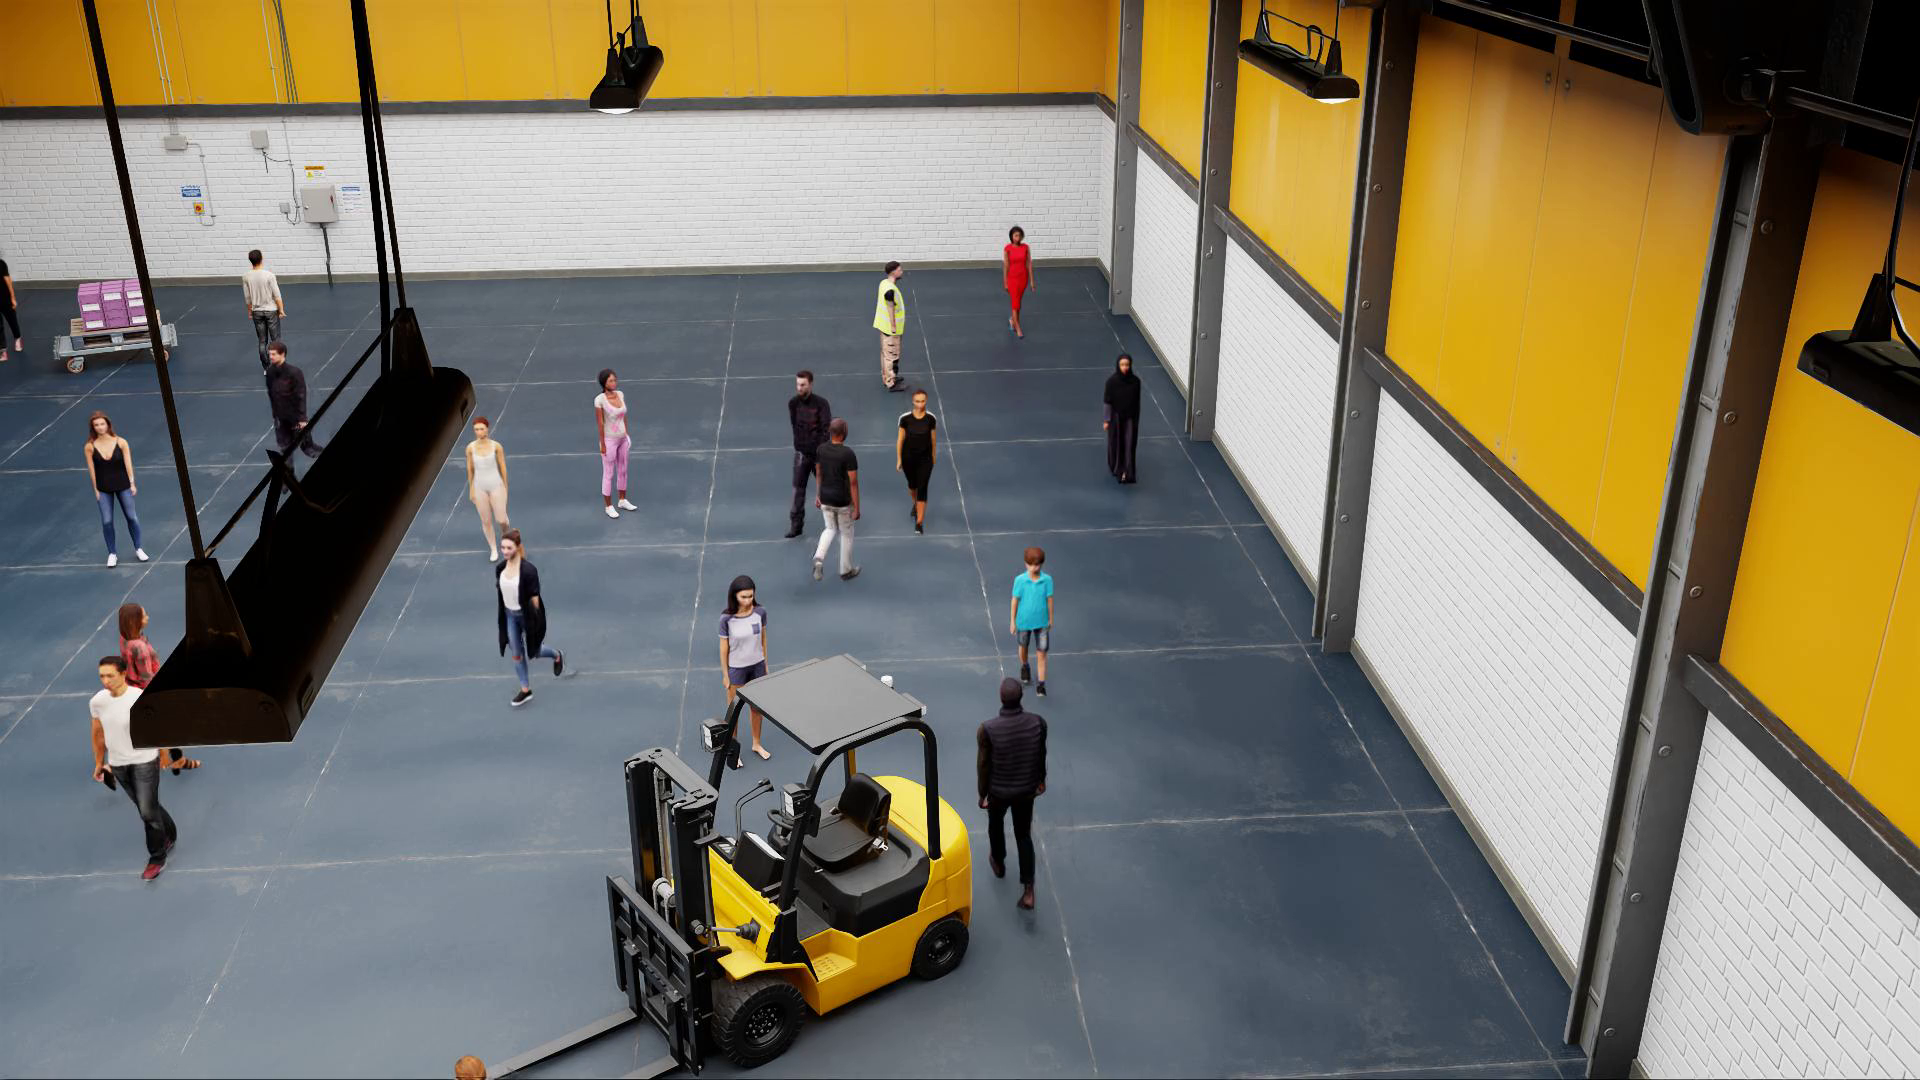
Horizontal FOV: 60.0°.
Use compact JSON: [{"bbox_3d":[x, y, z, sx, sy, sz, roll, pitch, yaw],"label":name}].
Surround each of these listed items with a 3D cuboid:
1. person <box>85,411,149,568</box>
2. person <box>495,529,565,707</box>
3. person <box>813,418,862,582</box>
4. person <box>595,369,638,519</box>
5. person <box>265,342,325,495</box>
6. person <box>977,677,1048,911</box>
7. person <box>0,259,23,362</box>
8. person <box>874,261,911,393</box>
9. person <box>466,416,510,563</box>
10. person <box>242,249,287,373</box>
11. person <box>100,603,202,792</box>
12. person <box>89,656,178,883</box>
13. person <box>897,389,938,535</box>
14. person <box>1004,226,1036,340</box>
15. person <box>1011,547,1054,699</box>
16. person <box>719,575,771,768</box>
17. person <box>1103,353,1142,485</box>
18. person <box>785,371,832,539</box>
[{"bbox_3d":[-9.114,-0.574,17.910,0.671,1.722,0.656,-12,26,-25],"label":"person"},{"bbox_3d":[-3.930,0.665,15.139,0.874,1.671,1.009,11,26,23],"label":"person"},{"bbox_3d":[-1.337,-0.380,17.385,0.972,1.788,1.059,16,28,32],"label":"person"},{"bbox_3d":[-3.986,-1.136,19.171,0.720,1.743,0.648,17,29,33],"label":"person"},{"bbox_3d":[-7.933,-1.494,19.896,0.982,1.819,1.197,7,25,16],"label":"person"},{"bbox_3d":[0.405,1.878,12.202,0.793,1.801,1.194,-5,24,-11],"label":"person"},{"bbox_3d":[-14.308,-3.597,24.809,0.852,1.735,1.196,-8,25,-18],"label":"person"},{"bbox_3d":[-0.951,-3.014,23.342,0.781,1.843,0.663,-5,24,-11],"label":"person"},{"bbox_3d":[-5.102,-0.581,18.035,0.559,1.635,0.607,-3,24,-7],"label":"person"},{"bbox_3d":[-10.047,-3.300,24.035,0.661,1.811,0.519,-2,24,-4],"label":"person"},{"bbox_3d":[-6.772,1.310,13.660,1.042,1.674,1.104,18,29,35],"label":"person"},{"bbox_3d":[-6.274,1.646,12.760,0.738,1.780,0.916,3,24,6],"label":"person"},{"bbox_3d":[-0.492,-0.939,18.877,0.714,1.617,1.165,2,24,4],"label":"person"},{"bbox_3d":[0.872,-4.002,25.781,0.716,1.700,1.122,-6,24,-14],"label":"person"},{"bbox_3d":[0.664,0.708,15.363,0.597,1.414,0.948,0,24,0],"label":"person"},{"bbox_3d":[-1.820,1.084,14.101,0.654,1.735,0.644,-13,27,-26],"label":"person"},{"bbox_3d":[1.963,-1.511,20.198,0.672,1.608,1.124,0,24,0],"label":"person"},{"bbox_3d":[-1.622,-0.997,18.687,1.034,1.875,1.299,8,25,18],"label":"person"}]
